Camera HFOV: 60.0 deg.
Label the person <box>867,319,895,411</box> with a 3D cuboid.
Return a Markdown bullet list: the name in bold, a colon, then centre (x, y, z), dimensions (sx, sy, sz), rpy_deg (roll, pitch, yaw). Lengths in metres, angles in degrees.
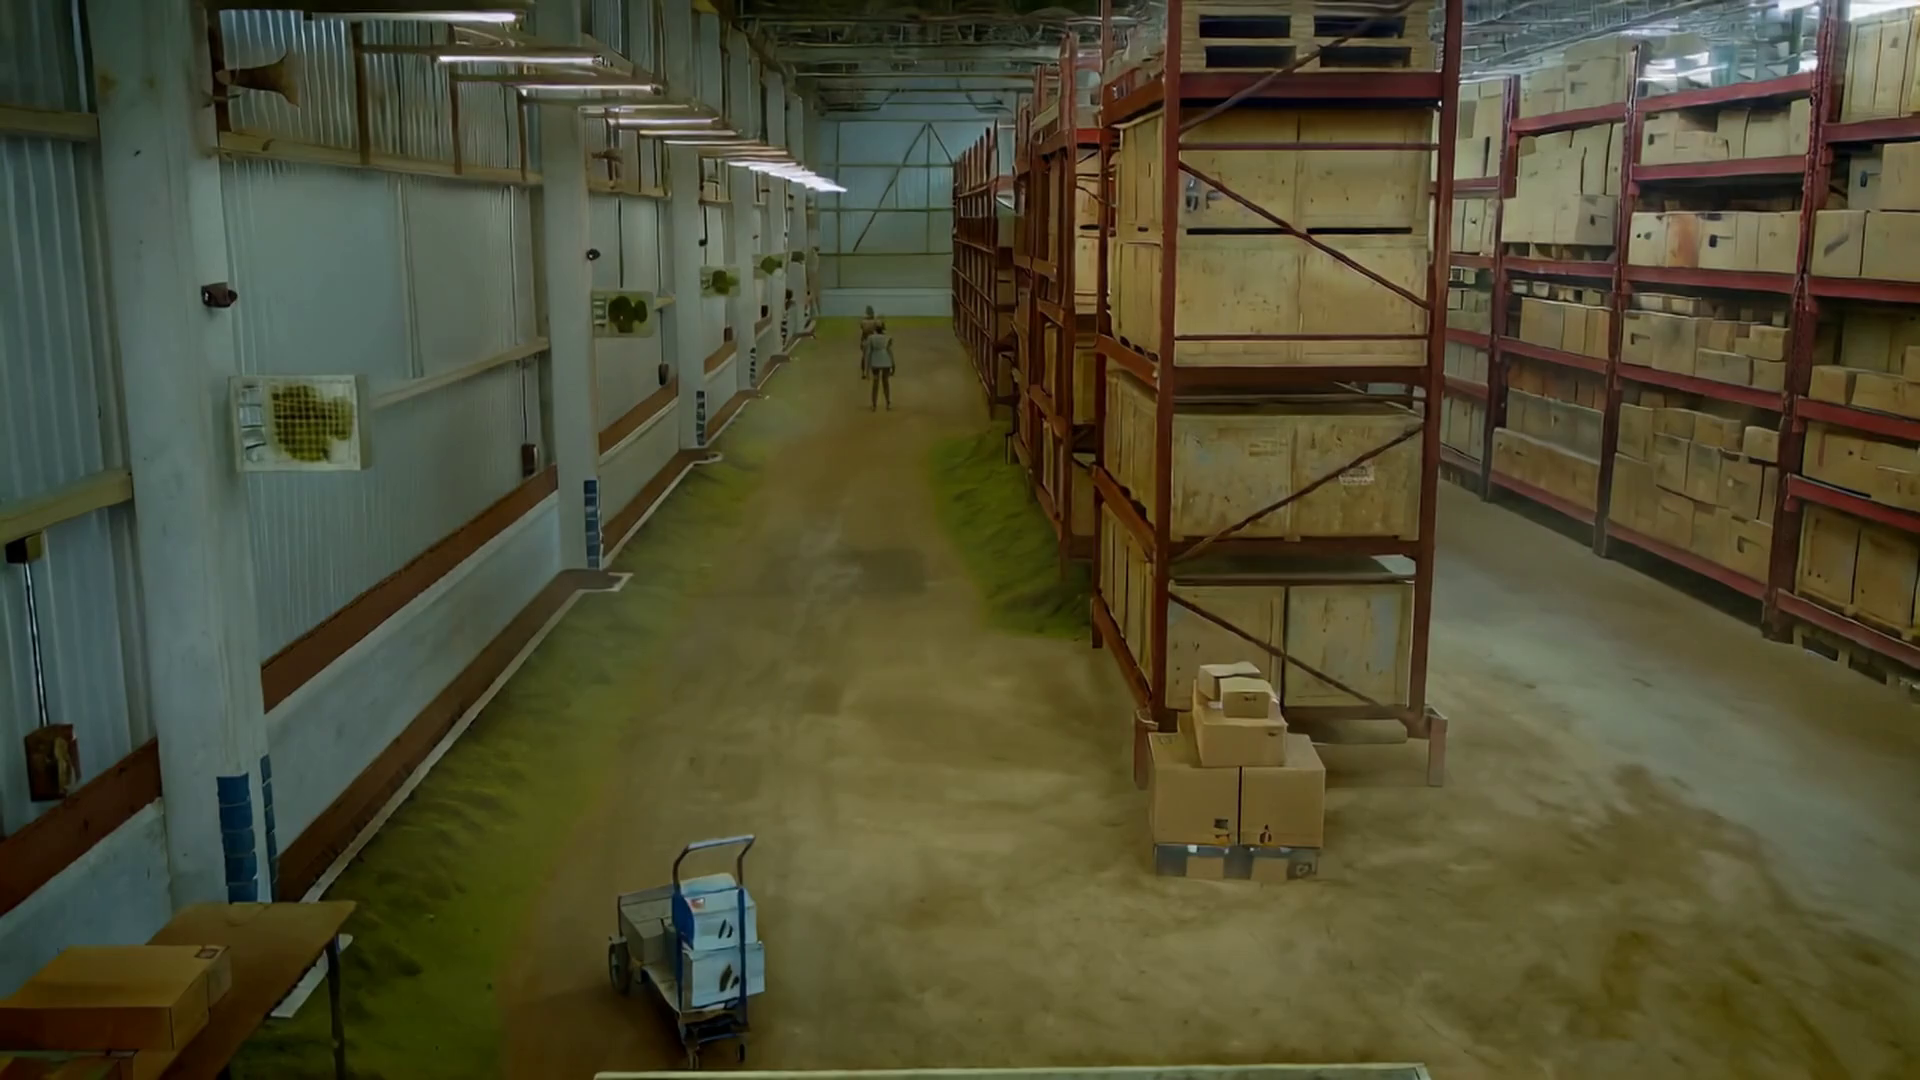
- **person**: centre (-1.692, -3.751, 35.707), dimensions (0.619, 1.986, 0.410), rpy_deg (-3, 11, -16)

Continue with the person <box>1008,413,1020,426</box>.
- **person**: centre (1.327, -3.133, 32.912), dimensions (0.854, 1.812, 0.596), rpy_deg (0, 11, 1)

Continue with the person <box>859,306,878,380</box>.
- **person**: centre (-2.316, -5.063, 42.735), dimensions (0.589, 1.910, 0.394), rpy_deg (-6, 12, -28)
